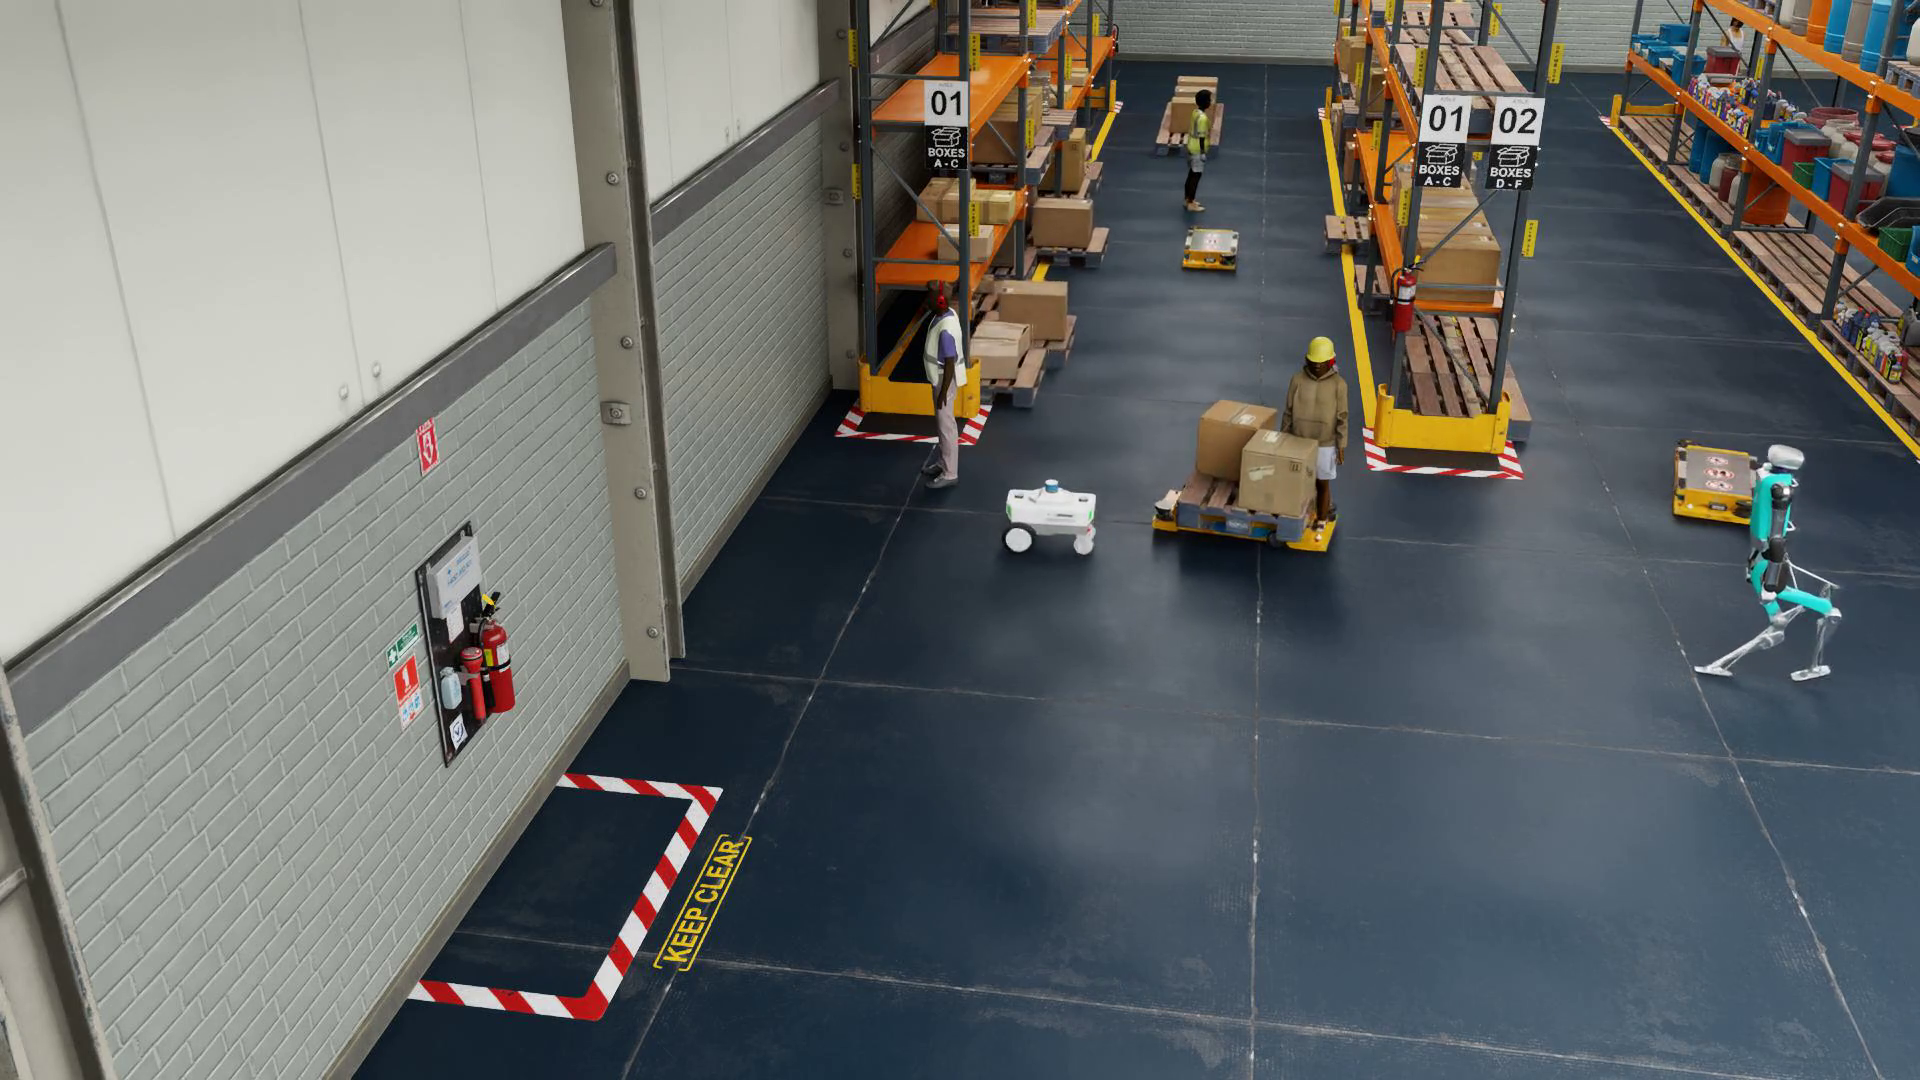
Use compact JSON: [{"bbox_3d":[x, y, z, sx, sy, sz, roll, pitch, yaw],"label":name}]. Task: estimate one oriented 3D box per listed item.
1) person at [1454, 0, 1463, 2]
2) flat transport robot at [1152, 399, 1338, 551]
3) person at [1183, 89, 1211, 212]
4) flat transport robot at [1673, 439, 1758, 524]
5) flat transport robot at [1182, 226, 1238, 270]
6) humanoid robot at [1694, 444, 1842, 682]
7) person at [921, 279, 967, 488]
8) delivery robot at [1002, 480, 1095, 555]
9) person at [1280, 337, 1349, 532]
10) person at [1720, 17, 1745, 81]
[{"bbox_3d":[9.393,-9.388,31.690,0.522,1.761,0.325,15,29,29],"label":"person"},{"bbox_3d":[2.369,-0.201,13.788,1.431,0.231,0.659,9,26,18],"label":"flat transport robot"},{"bbox_3d":[3.358,-5.484,23.409,0.319,1.693,0.536,-2,25,-4],"label":"person"},{"bbox_3d":[6.567,-0.509,14.447,0.659,0.231,1.431,10,27,20],"label":"flat transport robot"},{"bbox_3d":[3.234,-3.752,21.387,0.659,0.231,1.431,4,25,9],"label":"flat transport robot"},{"bbox_3d":[5.661,0.222,11.212,1.036,1.776,0.541,4,25,9],"label":"humanoid robot"},{"bbox_3d":[-0.138,-1.358,14.402,0.389,1.845,0.563,-3,25,-6],"label":"person"},{"bbox_3d":[0.721,-0.198,13.435,0.782,0.587,0.499,3,25,7],"label":"delivery robot"},{"bbox_3d":[2.829,-0.798,13.307,0.542,1.757,0.414,10,27,21],"label":"person"},{"bbox_3d":[13.616,-8.380,29.412,0.509,1.863,0.375,-8,26,-16],"label":"person"}]
